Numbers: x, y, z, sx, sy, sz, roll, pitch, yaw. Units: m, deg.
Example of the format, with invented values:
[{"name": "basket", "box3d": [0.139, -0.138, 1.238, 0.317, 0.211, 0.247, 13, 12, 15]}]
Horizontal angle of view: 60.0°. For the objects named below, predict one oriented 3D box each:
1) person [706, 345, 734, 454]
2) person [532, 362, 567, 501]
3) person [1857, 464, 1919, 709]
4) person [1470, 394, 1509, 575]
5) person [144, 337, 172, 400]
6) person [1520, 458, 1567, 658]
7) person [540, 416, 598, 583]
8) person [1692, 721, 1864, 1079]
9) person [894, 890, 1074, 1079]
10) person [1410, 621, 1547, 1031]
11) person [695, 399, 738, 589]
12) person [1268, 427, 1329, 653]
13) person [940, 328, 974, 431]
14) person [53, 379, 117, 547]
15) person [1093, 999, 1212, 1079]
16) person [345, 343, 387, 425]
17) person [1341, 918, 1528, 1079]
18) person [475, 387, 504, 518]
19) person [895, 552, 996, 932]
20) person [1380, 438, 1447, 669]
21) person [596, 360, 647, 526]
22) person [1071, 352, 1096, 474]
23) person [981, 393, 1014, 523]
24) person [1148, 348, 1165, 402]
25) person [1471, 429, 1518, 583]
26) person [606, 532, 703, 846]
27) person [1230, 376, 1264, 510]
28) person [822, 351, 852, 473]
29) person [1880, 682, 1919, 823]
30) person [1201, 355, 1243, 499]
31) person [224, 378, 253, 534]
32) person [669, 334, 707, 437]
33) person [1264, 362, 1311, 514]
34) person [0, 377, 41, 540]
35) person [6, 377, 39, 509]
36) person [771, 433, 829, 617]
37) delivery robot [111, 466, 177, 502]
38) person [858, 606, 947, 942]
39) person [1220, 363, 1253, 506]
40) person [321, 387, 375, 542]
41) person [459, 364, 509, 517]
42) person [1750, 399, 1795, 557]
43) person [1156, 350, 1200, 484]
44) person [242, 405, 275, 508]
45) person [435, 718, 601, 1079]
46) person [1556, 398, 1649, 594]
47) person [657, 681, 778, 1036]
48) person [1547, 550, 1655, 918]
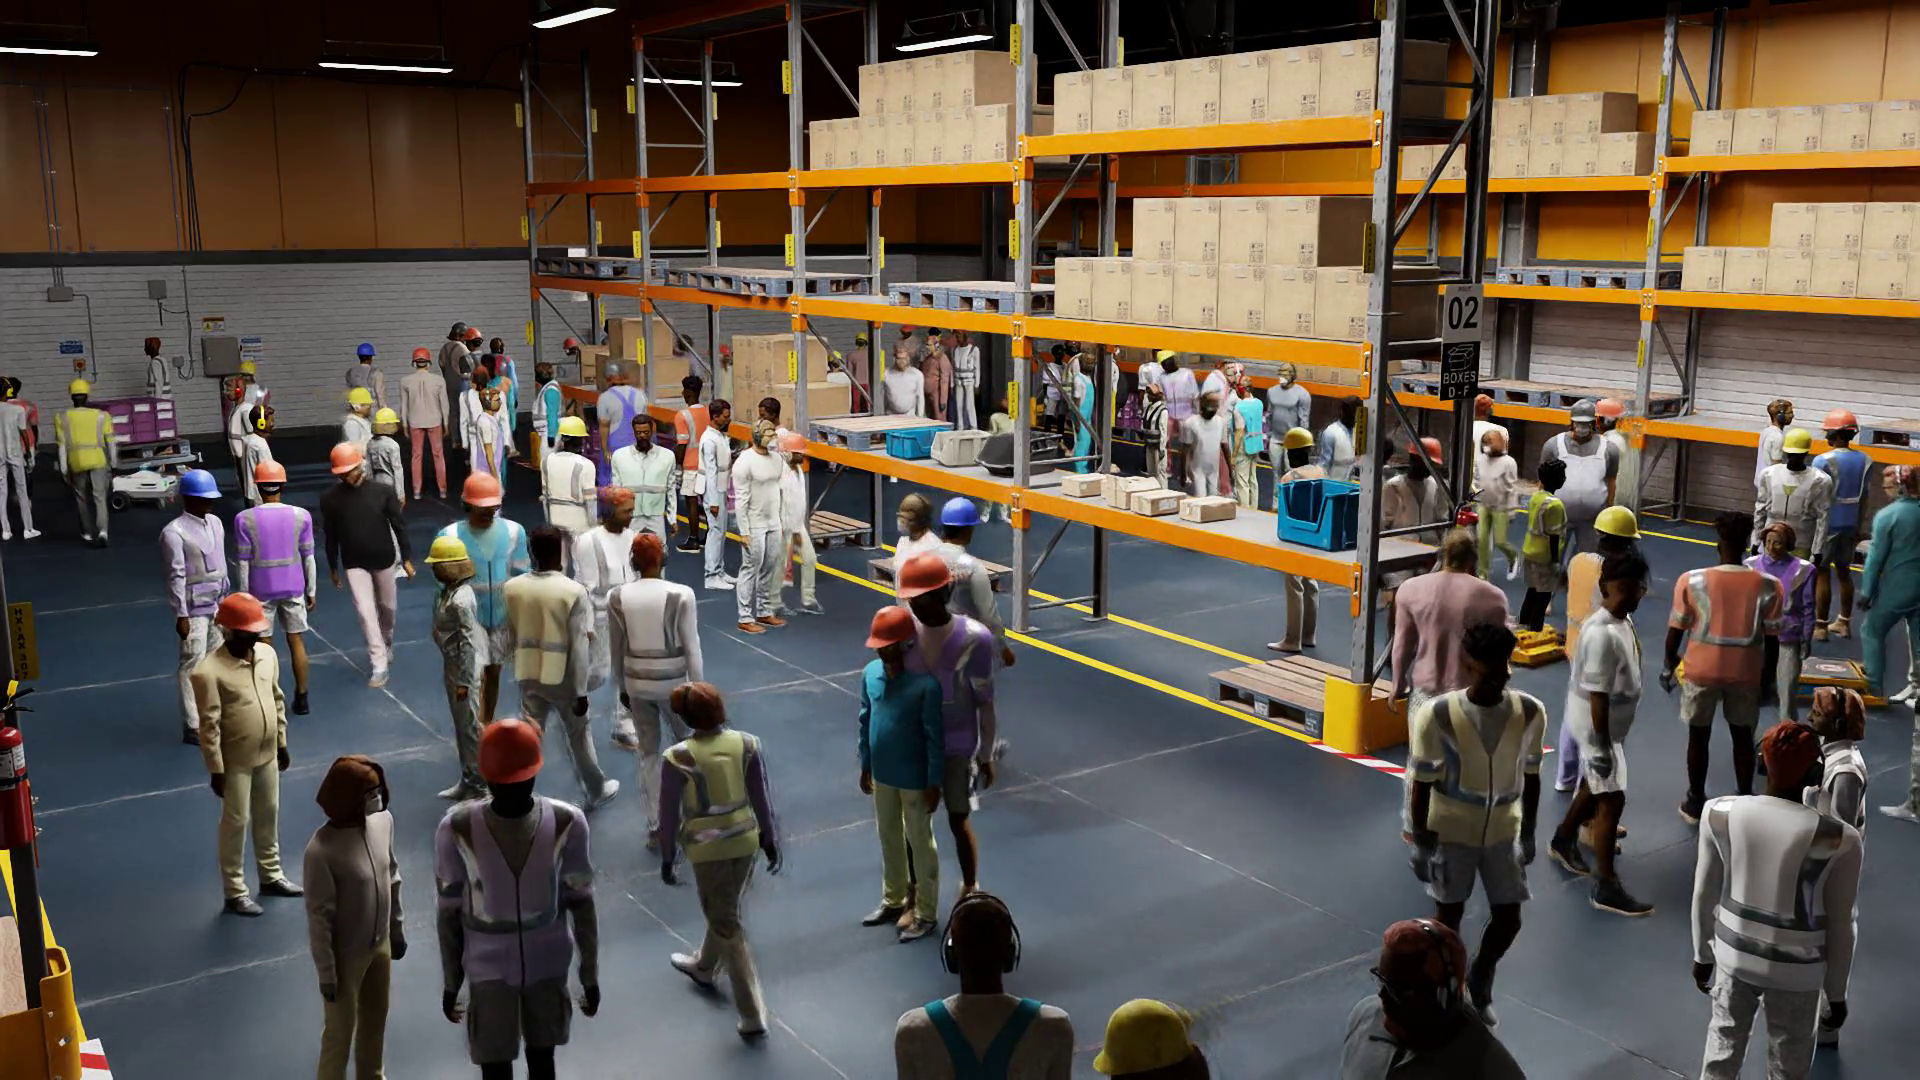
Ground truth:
[{"name": "person", "box3d": [-3.580, -2.109, 25.422, 0.405, 1.730, 0.586, 6, 13, 30]}, {"name": "person", "box3d": [-5.299, -1.384, 21.502, 0.429, 1.825, 0.642, -3, 12, -16]}, {"name": "person", "box3d": [7.029, 0.369, 12.436, 0.655, 1.872, 0.586, -2, 11, -9]}, {"name": "person", "box3d": [5.344, -0.566, 17.170, 0.573, 1.877, 0.338, 4, 12, 20]}, {"name": "person", "box3d": [-12.073, -2.114, 25.074, 0.339, 1.882, 0.584, -3, 12, -17]}, {"name": "person", "box3d": [4.918, 0.146, 14.013, 0.321, 1.689, 0.530, 0, 11, 1]}, {"name": "person", "box3d": [-3.483, -0.151, 14.953, 0.589, 1.919, 0.398, 5, 12, 24]}, {"name": "person", "box3d": [2.998, 1.586, 6.173, 0.351, 1.878, 0.568, -10, 15, -42]}, {"name": "person", "box3d": [0.067, 1.888, 4.738, 0.502, 1.838, 0.346, 1, 11, 4]}, {"name": "person", "box3d": [2.305, 1.299, 7.441, 0.623, 1.942, 0.451, 0, 11, -1]}, {"name": "person", "box3d": [-2.429, -0.456, 16.539, 0.398, 1.909, 0.599, 0, 11, 0]}, {"name": "person", "box3d": [2.875, -0.001, 14.155, 0.368, 1.926, 0.587, 11, 15, 43]}, {"name": "person", "box3d": [-0.052, -2.793, 28.285, 0.609, 1.986, 0.390, -2, 11, -10]}, {"name": "person", "box3d": [-9.806, -0.868, 18.697, 0.601, 1.888, 0.958, -7, 13, -33]}, {"name": "person", "box3d": [0.691, 2.012, 4.490, 0.684, 1.684, 0.525, -3, 11, -13]}, {"name": "person", "box3d": [-8.242, -1.769, 23.176, 0.604, 1.939, 0.414, 4, 12, 19]}, {"name": "person", "box3d": [1.192, 1.909, 4.427, 0.402, 1.906, 0.652, -6, 13, -30]}, {"name": "person", "box3d": [-5.113, -0.753, 18.210, 0.345, 1.846, 0.508, -3, 12, -17]}, {"name": "person", "box3d": [-0.124, 1.050, 8.531, 0.615, 2.026, 0.443, 5, 12, 22]}, {"name": "person", "box3d": [3.755, 0.121, 13.659, 0.596, 1.878, 0.795, -2, 11, -9]}, {"name": "person", "box3d": [-4.084, -1.158, 19.779, 0.700, 2.000, 0.953, -10, 15, -43]}, {"name": "person", "box3d": [1.708, -1.660, 22.873, 0.357, 1.839, 0.514, 4, 12, 19]}, {"name": "person", "box3d": [0.539, -0.997, 20.041, 0.543, 1.613, 0.399, -6, 12, -27]}, {"name": "person", "box3d": [2.892, -1.936, 23.996, 0.392, 1.946, 0.616, 2, 11, 12]}, {"name": "person", "box3d": [5.354, -0.317, 16.560, 0.505, 1.612, 0.530, -8, 14, -36]}, {"name": "person", "box3d": [-1.768, 0.861, 9.909, 0.612, 1.862, 0.639, 2, 11, 12]}, {"name": "person", "box3d": [3.359, -1.013, 19.558, 0.390, 1.838, 0.563, 8, 14, 36]}, {"name": "person", "box3d": [-1.805, -1.847, 24.011, 0.534, 1.767, 0.314, -9, 14, -37]}, {"name": "person", "box3d": [6.025, 0.904, 10.045, 0.503, 1.712, 0.571, -9, 14, -39]}, {"name": "person", "box3d": [3.500, -1.521, 21.638, 0.814, 2.000, 0.701, 7, 13, 32]}, {"name": "person", "box3d": [-8.245, -0.951, 19.220, 0.373, 1.843, 0.570, -8, 13, -34]}, {"name": "person", "box3d": [-4.176, -2.144, 25.170, 0.527, 1.920, 0.780, -9, 14, -40]}, {"name": "person", "box3d": [4.001, -1.218, 20.393, 0.378, 1.930, 0.628, -10, 15, -40]}, {"name": "person", "box3d": [-10.920, -0.935, 19.078, 0.514, 1.871, 0.327, -2, 11, -12]}, {"name": "person", "box3d": [-11.937, -1.224, 21.026, 0.556, 1.678, 0.491, -10, 15, -41]}, {"name": "person", "box3d": [-1.490, -0.127, 15.298, 0.662, 1.724, 0.556, 4, 12, 21]}, {"name": "delivery robot", "box3d": [-10.286, -0.694, 20.977, 0.707, 0.478, 0.477, 0, 11, -2]}, {"name": "person", "box3d": [-0.318, 1.185, 8.561, 0.574, 1.742, 0.355, 10, 15, 41]}, {"name": "person", "box3d": [3.401, -1.241, 20.577, 0.400, 1.900, 0.646, 1, 11, 5]}, {"name": "person", "box3d": [-6.754, -0.815, 18.634, 0.792, 1.804, 0.600, -1, 11, -5]}, {"name": "person", "box3d": [-5.870, -1.223, 20.541, 0.579, 1.886, 0.386, -2, 11, -12]}, {"name": "person", "box3d": [8.316, -0.519, 17.010, 0.342, 1.846, 0.507, 2, 11, 10]}, {"name": "person", "box3d": [3.009, -1.719, 23.104, 0.686, 1.873, 0.368, 5, 12, 25]}, {"name": "person", "box3d": [-6.869, -0.406, 16.419, 0.344, 1.856, 0.525, -9, 14, -39]}, {"name": "person", "box3d": [-1.579, 1.588, 6.028, 0.567, 1.918, 0.652, -4, 12, -20]}, {"name": "person", "box3d": [6.279, -0.418, 16.245, 1.051, 1.940, 0.642, 5, 12, 25]}, {"name": "person", "box3d": [-1.109, 1.435, 7.653, 0.546, 1.588, 0.889, -10, 15, -43]}, {"name": "person", "box3d": [3.512, 1.003, 9.044, 0.687, 1.928, 0.693, 7, 13, 33]}]
